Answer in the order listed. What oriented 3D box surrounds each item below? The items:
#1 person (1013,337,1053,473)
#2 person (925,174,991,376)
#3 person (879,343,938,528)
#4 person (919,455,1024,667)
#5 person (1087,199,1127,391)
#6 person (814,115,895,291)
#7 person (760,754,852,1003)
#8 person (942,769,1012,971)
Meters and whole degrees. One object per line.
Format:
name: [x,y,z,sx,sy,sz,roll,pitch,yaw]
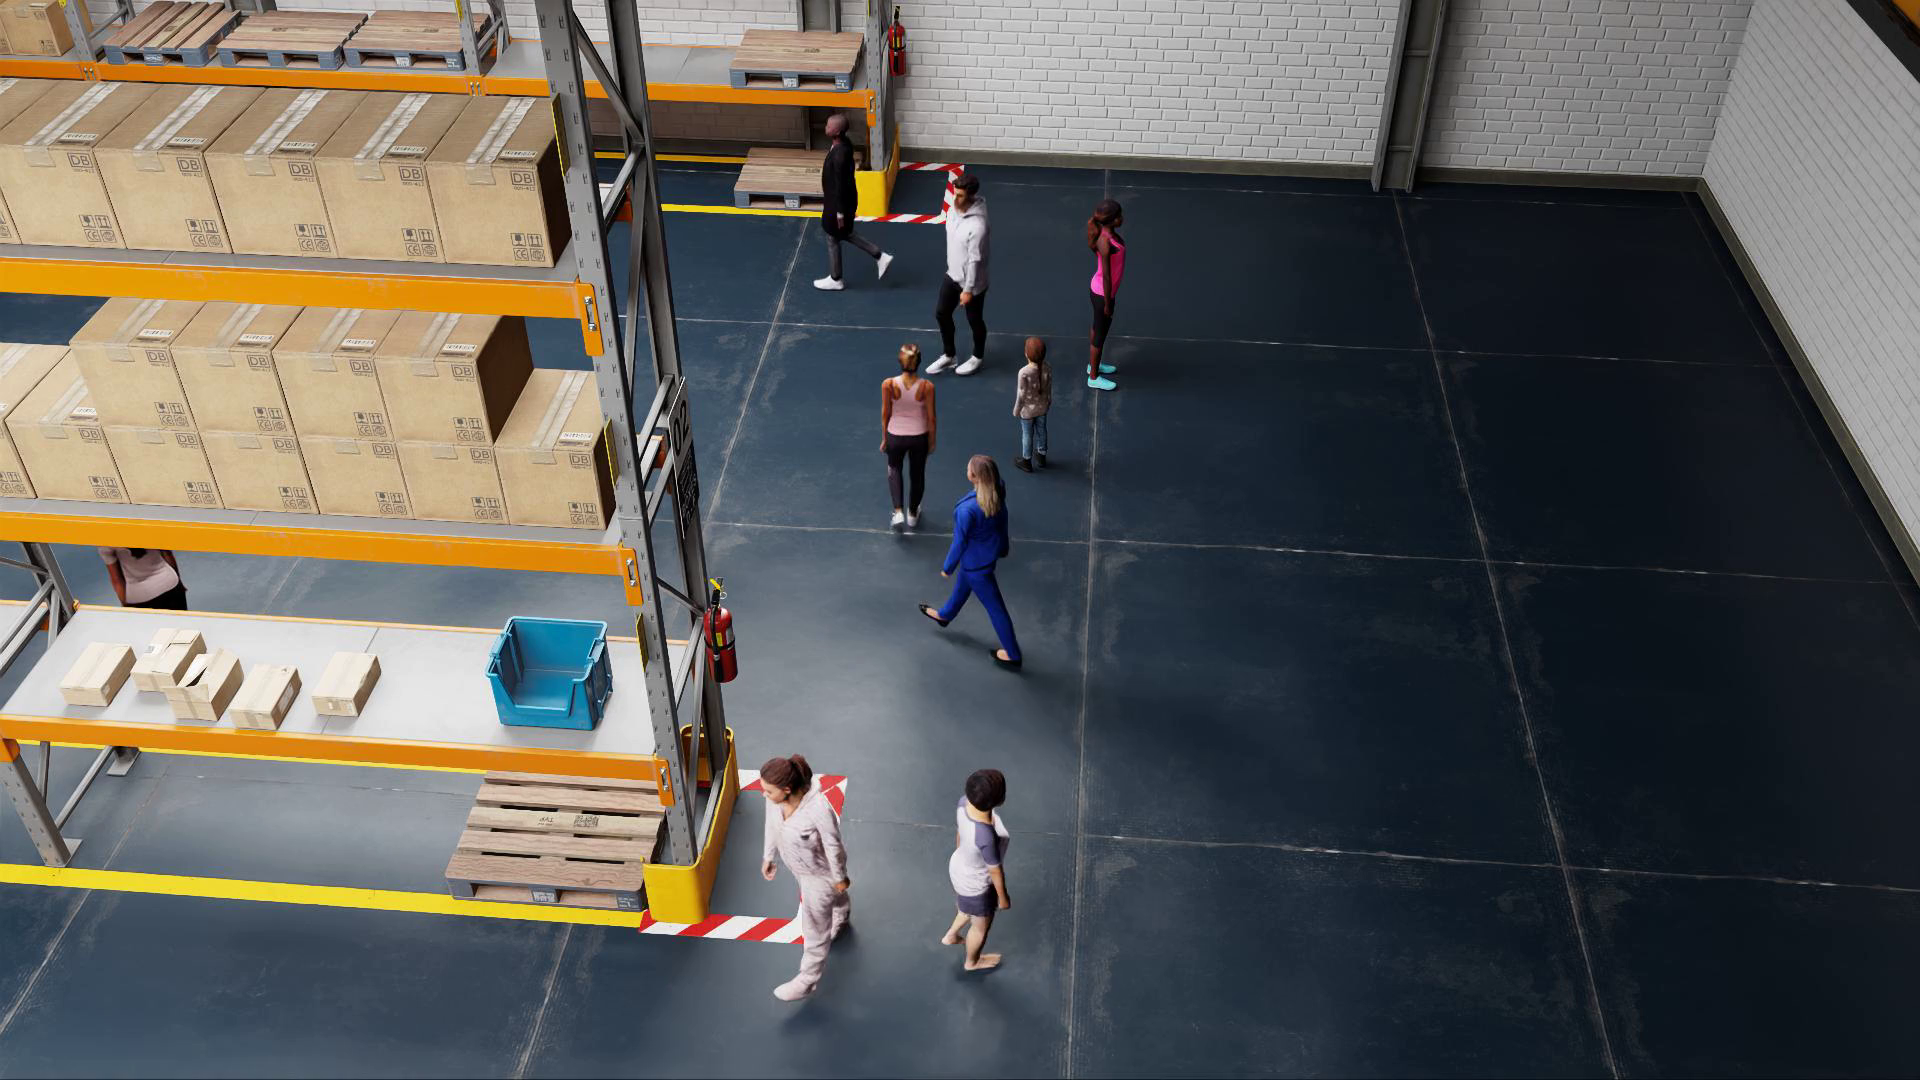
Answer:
person: [0.583,-1.078,13.222,0.534,1.193,0.619,-20,43,-23]
person: [0.144,-2.254,14.121,0.941,1.910,0.881,-27,46,-30]
person: [-0.394,-0.726,12.424,0.614,1.639,0.638,2,39,3]
person: [0.220,0.184,11.275,1.222,1.651,0.979,21,43,24]
person: [1.213,-2.096,14.072,0.543,1.723,0.543,4,39,5]
person: [-1.001,-3.086,15.295,0.983,1.744,0.667,4,39,5]
person: [-0.777,1.748,9.331,1.053,1.634,1.058,27,46,30]
person: [0.030,1.875,9.237,0.681,1.552,0.653,-11,40,-14]
